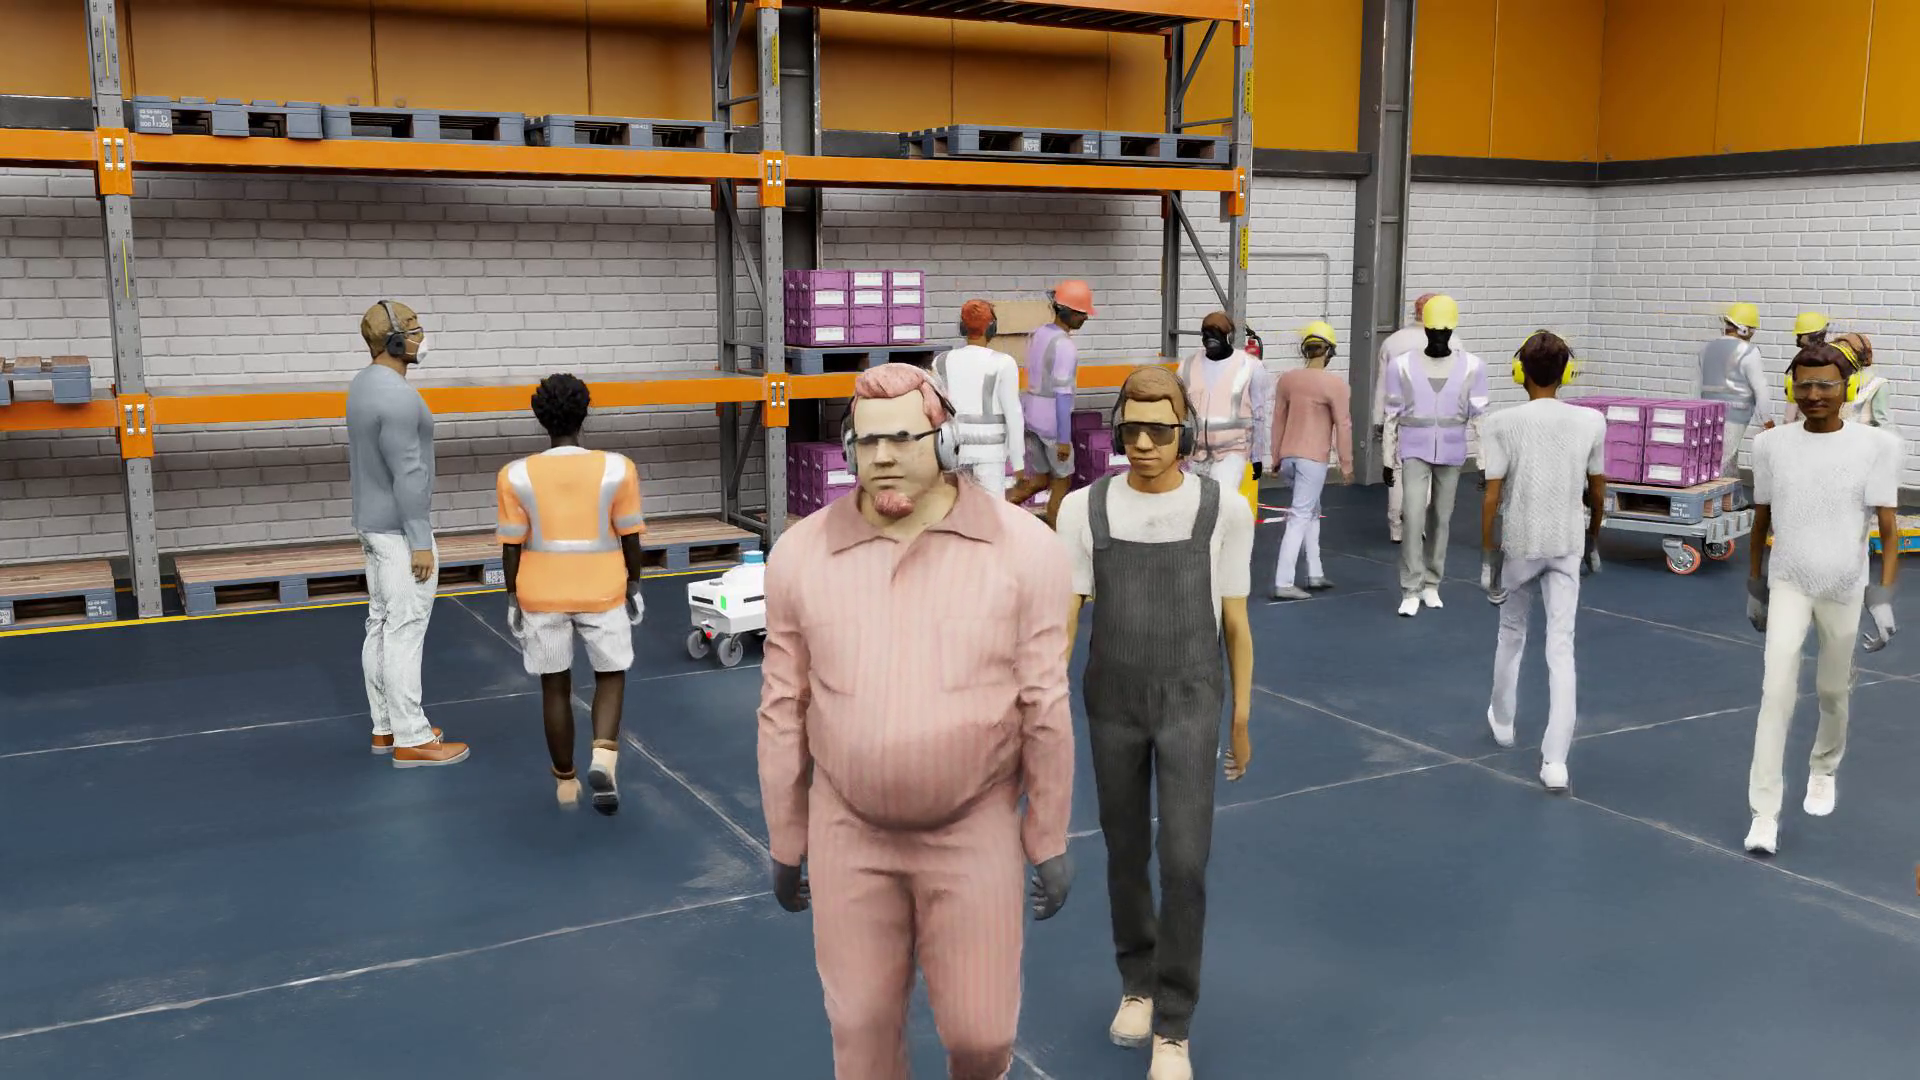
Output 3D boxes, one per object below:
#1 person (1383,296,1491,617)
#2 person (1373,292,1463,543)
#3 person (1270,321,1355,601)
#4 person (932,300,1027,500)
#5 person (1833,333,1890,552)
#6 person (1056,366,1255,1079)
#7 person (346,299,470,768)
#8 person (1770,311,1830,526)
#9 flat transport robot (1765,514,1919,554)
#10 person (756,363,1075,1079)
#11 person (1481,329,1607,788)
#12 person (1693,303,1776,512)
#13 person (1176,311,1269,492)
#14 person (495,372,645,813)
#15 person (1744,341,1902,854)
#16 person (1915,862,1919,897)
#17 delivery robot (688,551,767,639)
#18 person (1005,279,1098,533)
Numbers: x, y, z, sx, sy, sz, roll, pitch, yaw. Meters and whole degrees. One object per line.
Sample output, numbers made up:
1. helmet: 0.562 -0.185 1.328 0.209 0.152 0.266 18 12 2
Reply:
1. person: 2.839 -0.488 9.884 0.615 1.890 0.809 2 9 10
2. person: 3.413 -0.899 12.420 0.732 1.884 0.457 7 12 37
3. person: 2.225 -0.491 10.403 0.716 1.724 0.539 -6 11 -33
4. person: 0.116 -0.490 9.958 0.603 1.880 0.398 5 11 29
5. person: 5.886 -0.551 11.054 0.311 1.638 0.523 -5 11 -30
6. person: 0.462 0.479 4.232 0.522 1.819 0.730 3 10 15
7. person: -2.333 -0.024 6.936 0.372 1.940 0.629 -6 11 -34
8. person: 6.675 -0.898 12.901 0.519 1.740 0.720 -9 13 -43
9. flat transport robot: 6.635 -0.034 12.067 1.431 0.197 0.652 -2 10 -11
10. person: -0.093 0.575 3.431 0.659 1.886 0.544 1 9 8
11. person: 2.396 0.057 6.854 0.534 1.808 1.004 2 9 10
12. person: 6.255 -0.991 13.325 0.868 1.782 0.580 -2 10 -14
13. person: 1.677 -0.589 10.815 0.630 1.798 0.950 6 11 30
14. person: -1.443 0.220 6.193 0.546 1.684 0.546 -2 9 -11
15. person: 3.124 0.186 6.052 0.520 1.819 0.973 5 11 30
16. person: 2.086 0.586 3.103 0.545 1.972 0.631 -1 9 -6
17. delivery robot: -1.096 0.301 8.876 0.477 0.478 0.707 9 13 43
18. person: 0.543 -0.778 11.368 0.746 1.994 0.678 -3 10 -18
